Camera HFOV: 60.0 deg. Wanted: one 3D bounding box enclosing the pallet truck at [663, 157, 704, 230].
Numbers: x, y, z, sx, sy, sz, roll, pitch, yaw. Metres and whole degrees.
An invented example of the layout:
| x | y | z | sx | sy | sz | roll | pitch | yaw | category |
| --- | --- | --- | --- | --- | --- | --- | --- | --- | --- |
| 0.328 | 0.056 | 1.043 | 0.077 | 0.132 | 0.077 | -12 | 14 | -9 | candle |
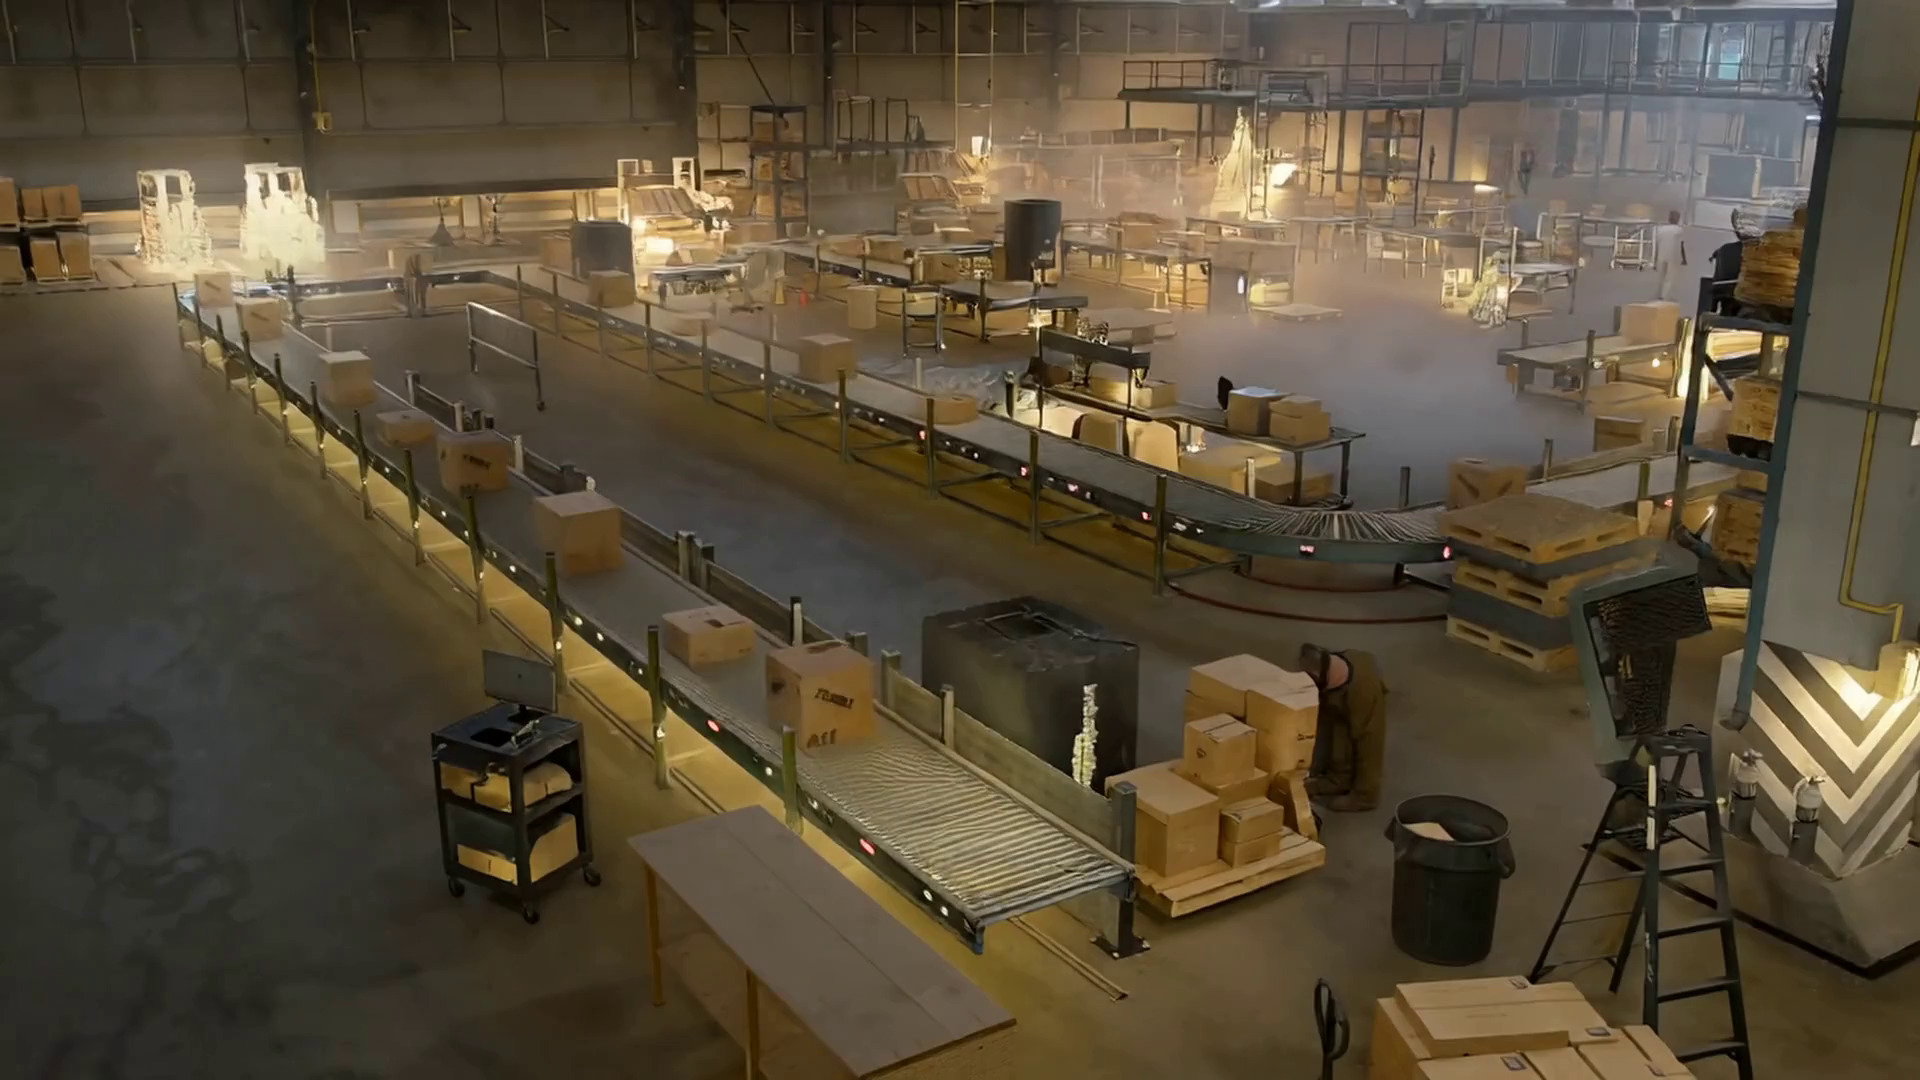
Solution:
| x | y | z | sx | sy | sz | roll | pitch | yaw | category |
| --- | --- | --- | --- | --- | --- | --- | --- | --- | --- |
| -7.586 | -9.308 | 44.692 | 0.823 | 1.965 | 1.885 | -11 | 20 | -33 | pallet truck |

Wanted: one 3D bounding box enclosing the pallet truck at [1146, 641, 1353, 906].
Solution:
| x | y | z | sx | sy | sz | roll | pitch | yaw | category |
| --- | --- | --- | --- | --- | --- | --- | --- | --- | --- |
| 1.664 | 1.407 | 10.232 | 1.630 | 1.274 | 0.653 | -10 | 20 | -31 | pallet truck |

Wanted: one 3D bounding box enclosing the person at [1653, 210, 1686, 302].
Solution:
| x | y | z | sx | sy | sz | roll | pitch | yaw | category |
| --- | --- | --- | --- | --- | --- | --- | --- | --- | --- |
| 13.680 | -5.430 | 32.105 | 0.967 | 1.825 | 0.518 | -13 | 21 | -37 | person |

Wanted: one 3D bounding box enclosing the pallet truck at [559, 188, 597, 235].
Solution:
| x | y | z | sx | sy | sz | roll | pitch | yaw | category |
| --- | --- | --- | --- | --- | --- | --- | --- | --- | --- |
| -10.010 | -8.652 | 43.699 | 0.653 | 1.274 | 1.630 | -10 | 20 | -31 | pallet truck |

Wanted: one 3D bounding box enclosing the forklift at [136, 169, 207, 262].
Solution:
| x | y | z | sx | sy | sz | roll | pitch | yaw | category |
| --- | --- | --- | --- | --- | --- | --- | --- | --- | --- |
| -17.842 | -7.318 | 37.559 | 1.157 | 1.987 | 2.680 | -10 | 20 | -31 | forklift |

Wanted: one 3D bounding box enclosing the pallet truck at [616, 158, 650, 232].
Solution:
| x | y | z | sx | sy | sz | roll | pitch | yaw | category |
| --- | --- | --- | --- | --- | --- | --- | --- | --- | --- |
| -8.918 | -9.176 | 44.255 | 0.823 | 1.965 | 1.885 | -9 | 19 | -27 | pallet truck |

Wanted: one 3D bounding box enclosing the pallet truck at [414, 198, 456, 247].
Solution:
| x | y | z | sx | sy | sz | roll | pitch | yaw | category |
| --- | --- | --- | --- | --- | --- | --- | --- | --- | --- |
| -13.250 | -8.060 | 41.856 | 0.680 | 1.201 | 1.601 | -10 | 20 | -31 | pallet truck |

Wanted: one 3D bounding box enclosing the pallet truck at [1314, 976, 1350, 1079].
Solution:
| x | y | z | sx | sy | sz | roll | pitch | yaw | category |
| --- | --- | --- | --- | --- | --- | --- | --- | --- | --- |
| 2.299 | 2.390 | 7.086 | 1.601 | 1.201 | 0.680 | -2 | 17 | -7 | pallet truck |

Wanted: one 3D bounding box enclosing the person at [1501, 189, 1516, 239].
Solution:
| x | y | z | sx | sy | sz | roll | pitch | yaw | category |
| --- | --- | --- | --- | --- | --- | --- | --- | --- | --- |
| 12.421 | -7.058 | 37.619 | 0.508 | 1.751 | 0.541 | 11 | 20 | 32 | person |

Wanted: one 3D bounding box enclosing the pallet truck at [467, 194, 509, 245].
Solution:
| x | y | z | sx | sy | sz | roll | pitch | yaw | category |
| --- | --- | --- | --- | --- | --- | --- | --- | --- | --- |
| -11.983 | -8.177 | 42.137 | 0.704 | 1.261 | 1.522 | -11 | 20 | -33 | pallet truck |

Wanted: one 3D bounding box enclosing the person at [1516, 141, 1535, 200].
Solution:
| x | y | z | sx | sy | sz | roll | pitch | yaw | category |
| --- | --- | --- | --- | --- | --- | --- | --- | --- | --- |
| 18.177 | -11.869 | 53.428 | 0.614 | 1.871 | 0.469 | -7 | 18 | -22 | person |

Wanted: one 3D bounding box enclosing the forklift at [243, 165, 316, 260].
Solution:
| x | y | z | sx | sy | sz | roll | pitch | yaw | category |
| --- | --- | --- | --- | --- | --- | --- | --- | --- | --- |
| -15.898 | -7.669 | 38.708 | 1.157 | 1.987 | 2.680 | -11 | 20 | -33 | forklift |
